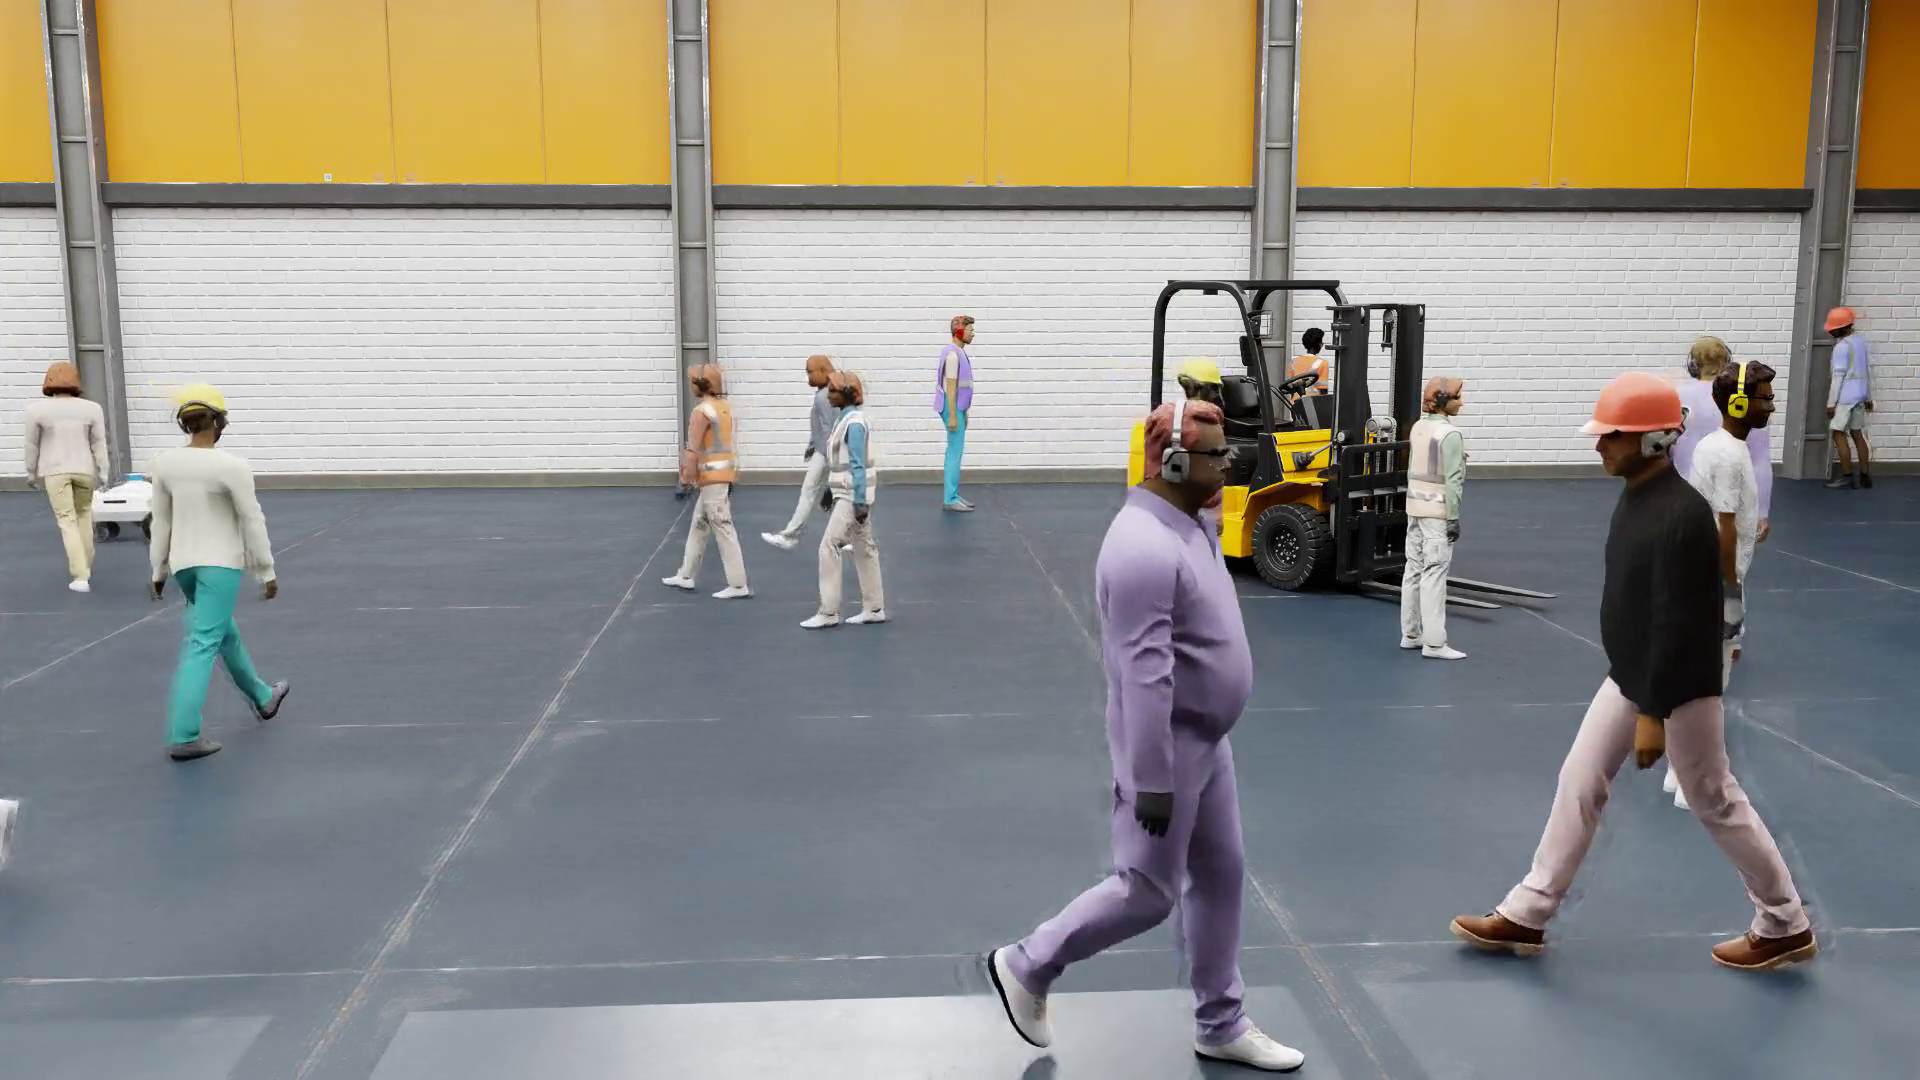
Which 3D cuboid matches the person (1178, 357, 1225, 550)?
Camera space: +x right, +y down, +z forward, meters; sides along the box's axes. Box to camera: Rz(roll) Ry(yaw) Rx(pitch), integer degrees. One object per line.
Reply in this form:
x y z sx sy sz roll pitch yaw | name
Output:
1.302 -0.179 9.594 0.517 1.744 0.548 -3 10 -19 | person

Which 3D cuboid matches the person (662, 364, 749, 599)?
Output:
-1.794 -0.395 11.373 0.778 1.605 0.533 2 9 11 | person

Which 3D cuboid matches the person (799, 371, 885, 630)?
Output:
-0.774 -0.247 10.424 0.674 1.613 0.533 -1 9 -8 | person

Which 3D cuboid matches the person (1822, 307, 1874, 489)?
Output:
9.238 -1.464 17.241 0.722 1.887 0.474 -6 11 -35 | person

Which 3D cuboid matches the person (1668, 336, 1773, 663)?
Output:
4.155 -0.189 9.259 0.659 1.885 0.939 5 10 28 | person

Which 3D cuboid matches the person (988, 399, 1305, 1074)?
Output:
0.528 0.550 4.582 0.802 1.883 0.650 3 10 20 | person

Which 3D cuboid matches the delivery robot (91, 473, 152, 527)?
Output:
-6.870 -0.314 13.887 0.707 0.478 0.477 -1 9 -8 | delivery robot

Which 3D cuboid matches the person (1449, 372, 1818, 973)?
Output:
2.206 0.435 5.210 1.129 1.923 0.632 0 9 2 | person

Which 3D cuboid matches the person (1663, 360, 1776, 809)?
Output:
3.157 0.191 6.899 0.309 1.868 0.535 2 9 15 | person

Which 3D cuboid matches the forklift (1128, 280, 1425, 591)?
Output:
2.301 -0.860 12.475 1.214 2.155 2.313 -6 11 -35 | forklift

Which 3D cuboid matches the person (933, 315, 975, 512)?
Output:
-0.045 -1.190 15.669 0.403 1.840 0.573 1 9 8 | person

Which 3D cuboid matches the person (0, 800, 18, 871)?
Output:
-3.678 0.407 5.617 0.738 1.850 0.526 -8 12 -40 | person

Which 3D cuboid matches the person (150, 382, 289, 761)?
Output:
-3.452 0.118 7.819 0.555 1.700 0.932 3 9 17 | person

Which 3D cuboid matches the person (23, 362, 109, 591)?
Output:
-6.349 -0.454 11.797 0.502 1.599 0.747 -8 12 -42 | person

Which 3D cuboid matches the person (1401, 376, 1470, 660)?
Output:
2.749 -0.132 9.656 0.315 1.636 0.515 -2 9 -11 | person

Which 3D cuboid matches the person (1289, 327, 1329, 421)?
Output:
3.529 -1.298 16.808 0.318 1.694 0.535 -5 10 -29 | person

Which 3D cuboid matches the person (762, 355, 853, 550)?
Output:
-1.118 -0.684 13.281 0.899 1.579 0.505 1 9 8 | person
